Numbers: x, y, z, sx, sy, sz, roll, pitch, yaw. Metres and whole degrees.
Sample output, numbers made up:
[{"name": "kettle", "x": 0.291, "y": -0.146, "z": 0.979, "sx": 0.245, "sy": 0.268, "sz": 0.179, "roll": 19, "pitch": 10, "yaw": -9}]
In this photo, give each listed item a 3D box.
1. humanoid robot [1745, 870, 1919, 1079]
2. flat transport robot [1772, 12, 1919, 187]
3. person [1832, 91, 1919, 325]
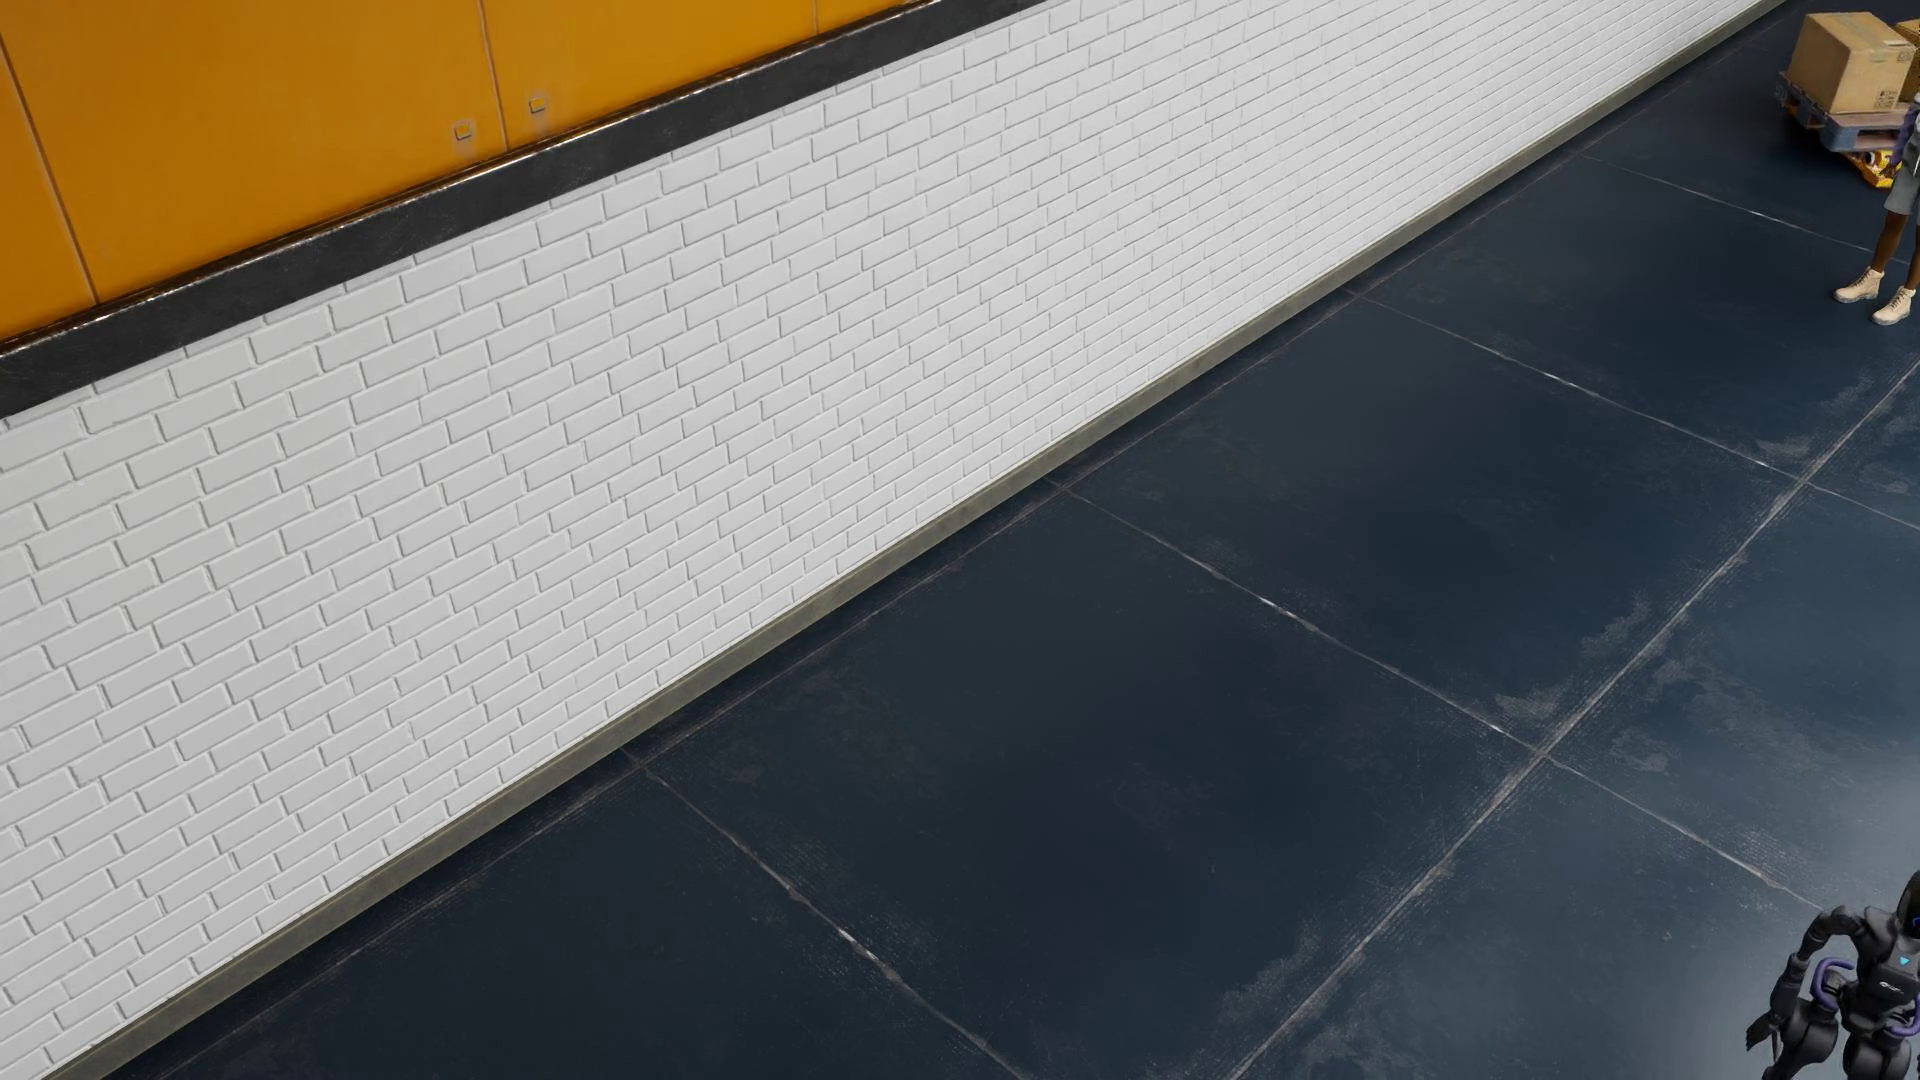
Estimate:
[{"name": "humanoid robot", "x": 3.049, "y": 1.688, "z": 5.671, "sx": 0.599, "sy": 1.657, "sz": 0.315, "roll": 19, "pitch": 43, "yaw": 23}, {"name": "flat transport robot", "x": 7.040, "y": -3.127, "z": 12.829, "sx": 0.659, "sy": 0.231, "sz": 1.431, "roll": -3, "pitch": 39, "yaw": -3}, {"name": "person", "x": 6.067, "y": -2.323, "z": 10.406, "sx": 0.376, "sy": 2.043, "sz": 0.606, "roll": -15, "pitch": 41, "yaw": -18}]
